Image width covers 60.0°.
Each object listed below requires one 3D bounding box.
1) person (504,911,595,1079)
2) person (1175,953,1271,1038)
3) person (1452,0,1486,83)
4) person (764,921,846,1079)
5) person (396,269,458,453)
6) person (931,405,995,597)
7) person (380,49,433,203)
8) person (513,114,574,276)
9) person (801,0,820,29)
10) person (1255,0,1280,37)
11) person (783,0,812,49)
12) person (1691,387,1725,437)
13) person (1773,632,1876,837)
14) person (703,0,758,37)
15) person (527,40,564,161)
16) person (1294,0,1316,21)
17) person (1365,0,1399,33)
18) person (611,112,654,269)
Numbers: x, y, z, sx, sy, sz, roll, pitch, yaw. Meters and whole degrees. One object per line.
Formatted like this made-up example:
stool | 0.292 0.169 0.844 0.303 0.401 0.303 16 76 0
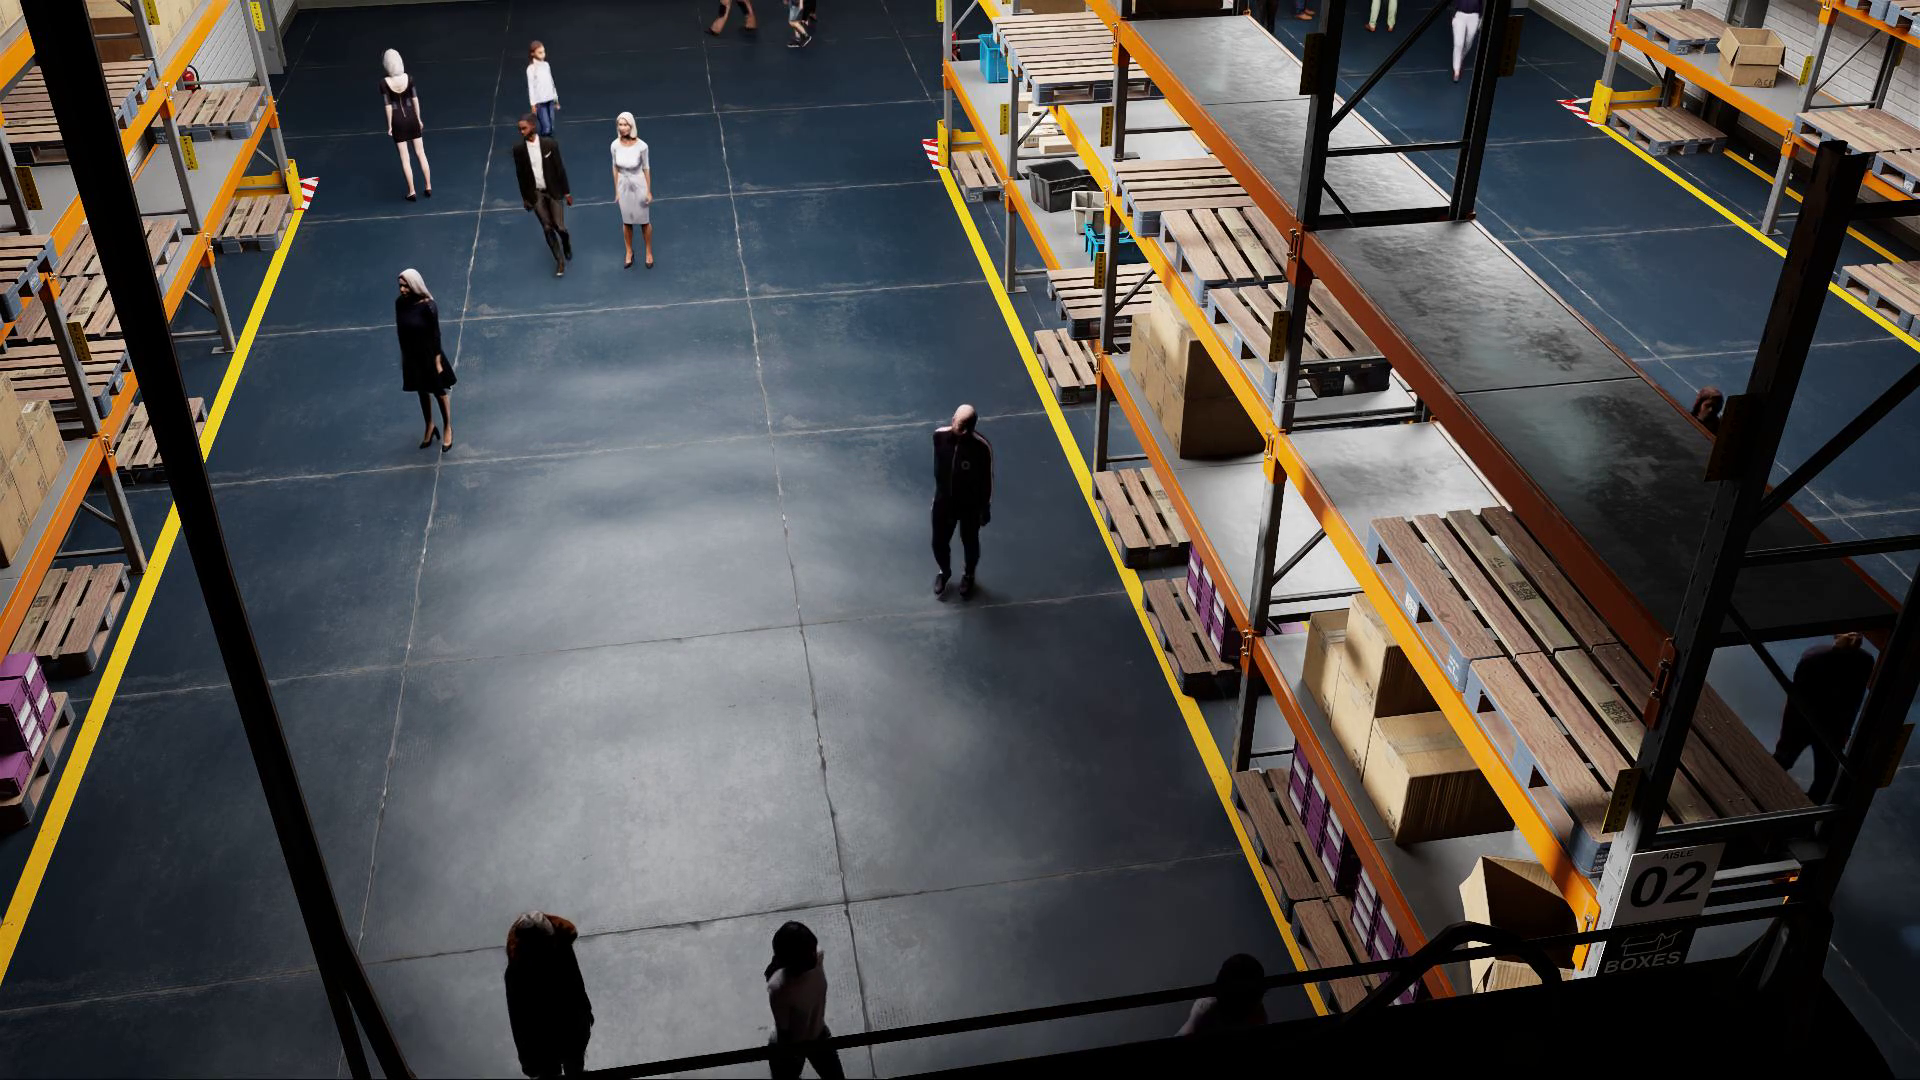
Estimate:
person | -2.142 2.542 8.716 0.844 1.632 0.790 25 41 33
person | 1.272 2.613 8.673 0.944 1.562 1.175 -21 39 -28
person | 7.220 -7.382 23.700 0.922 1.573 1.176 9 35 13
person | -0.900 2.589 8.605 1.112 1.676 1.108 17 37 24
person | -4.791 -1.609 14.857 0.689 1.747 0.707 10 35 14
person | 0.001 -0.325 12.889 0.854 1.787 0.886 20 38 27
person | -6.603 -4.941 19.796 0.654 1.829 0.652 -24 40 -31
person | -4.504 -3.766 18.077 0.733 1.775 0.774 -5 34 -8
person | -2.375 -8.742 25.615 0.791 1.717 0.734 -28 43 -35
person | 4.567 -8.088 24.679 0.589 1.664 0.659 -3 34 -5
person | -2.405 -8.078 24.867 0.667 1.441 0.569 -11 35 -17
person | 5.750 -0.503 13.270 0.788 1.663 1.137 4 34 6
person | 5.488 1.139 10.727 0.812 1.744 0.936 4 34 5
person | -3.349 -8.562 25.283 0.986 1.786 1.156 -13 36 -19
person | -5.300 -5.529 20.935 0.741 1.548 0.683 18 38 25
person | 5.484 -9.194 26.170 0.811 1.856 0.692 11 35 17
person | 6.556 -8.750 25.485 0.737 1.876 0.693 3 34 4
person | -3.580 -3.831 18.197 0.612 1.751 0.580 2 34 3
